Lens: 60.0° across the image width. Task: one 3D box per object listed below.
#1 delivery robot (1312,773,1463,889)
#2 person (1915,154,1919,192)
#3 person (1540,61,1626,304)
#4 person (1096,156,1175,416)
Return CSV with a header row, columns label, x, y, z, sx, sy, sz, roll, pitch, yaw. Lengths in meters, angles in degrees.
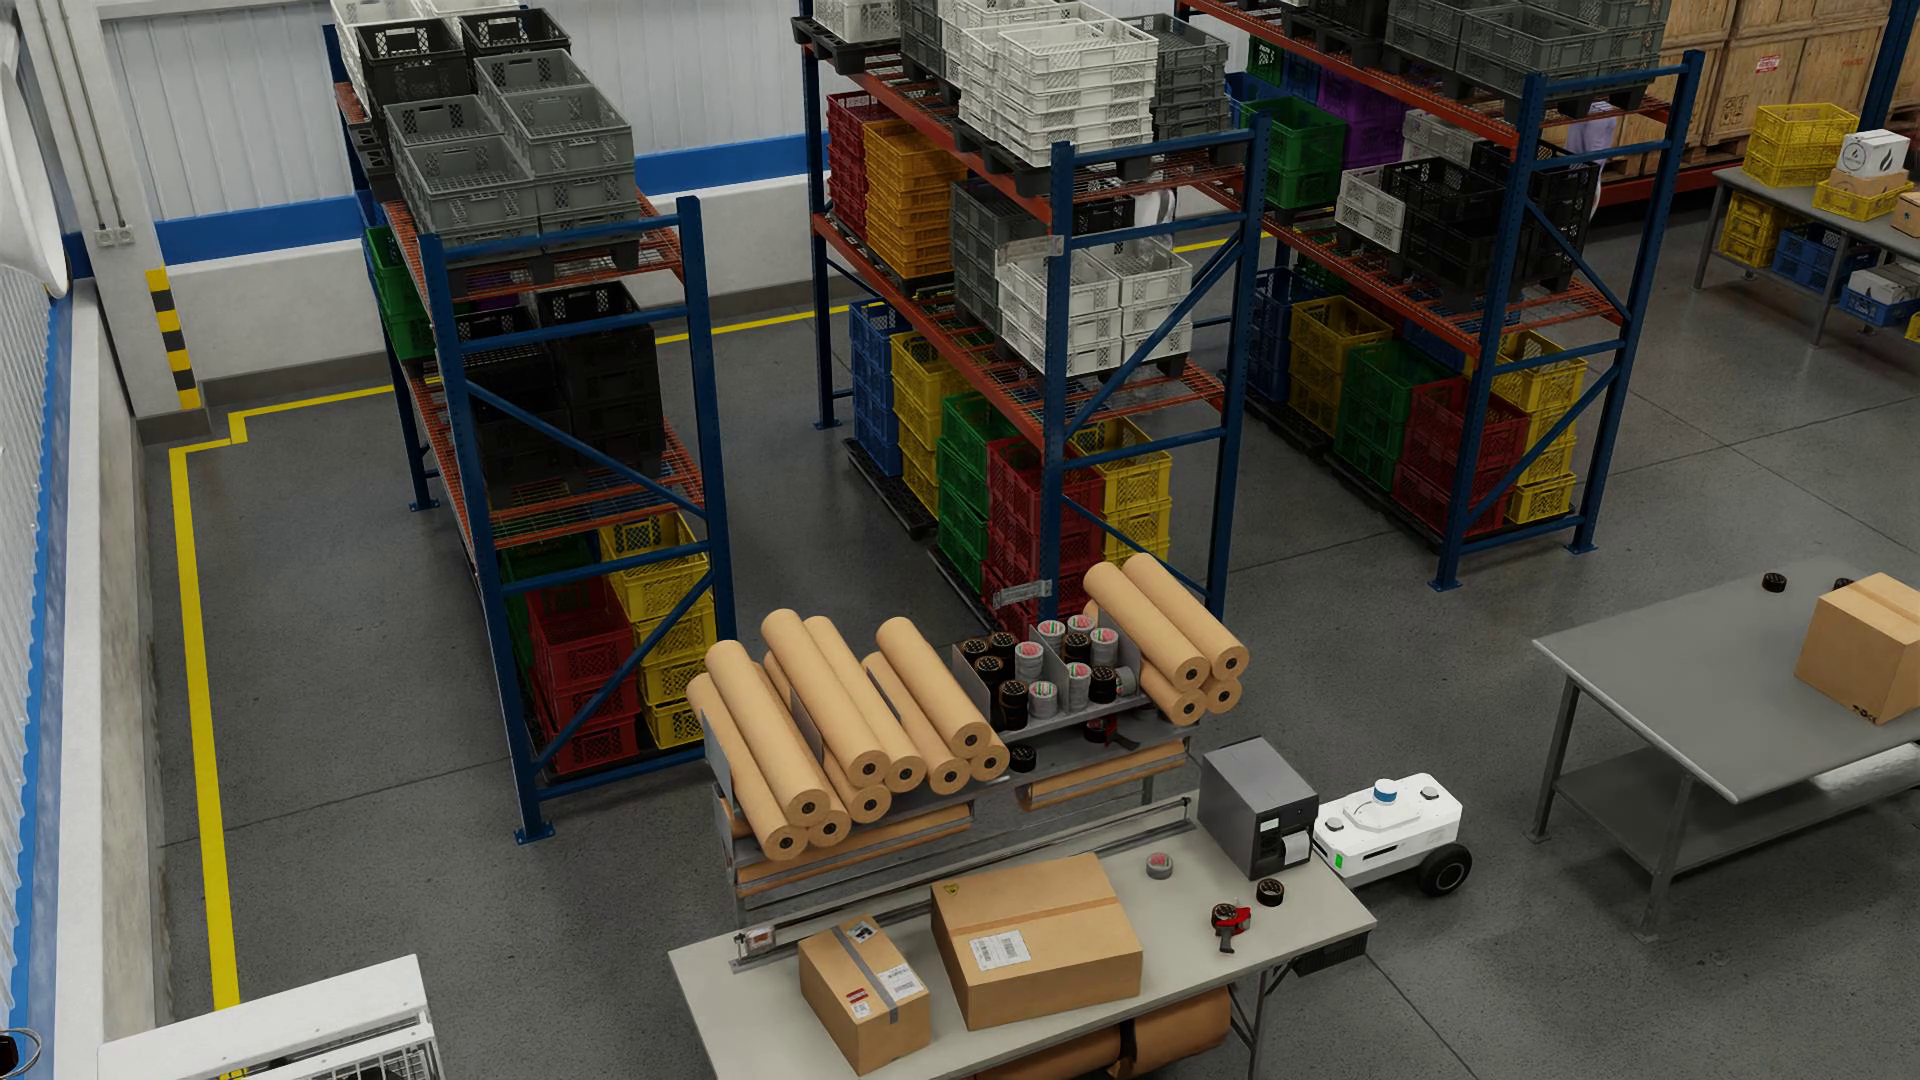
label,x,y,z,sx,sy,sz,roll,pitch,yaw
delivery robot,1.888,1.293,7.490,0.707,0.478,0.477,-13,34,-20
person,8.068,-3.095,13.469,0.656,1.864,0.935,4,32,7
person,4.857,-2.819,12.943,0.358,1.938,0.636,4,32,6
person,1.163,-1.712,11.221,0.595,1.872,0.661,-4,32,-6
